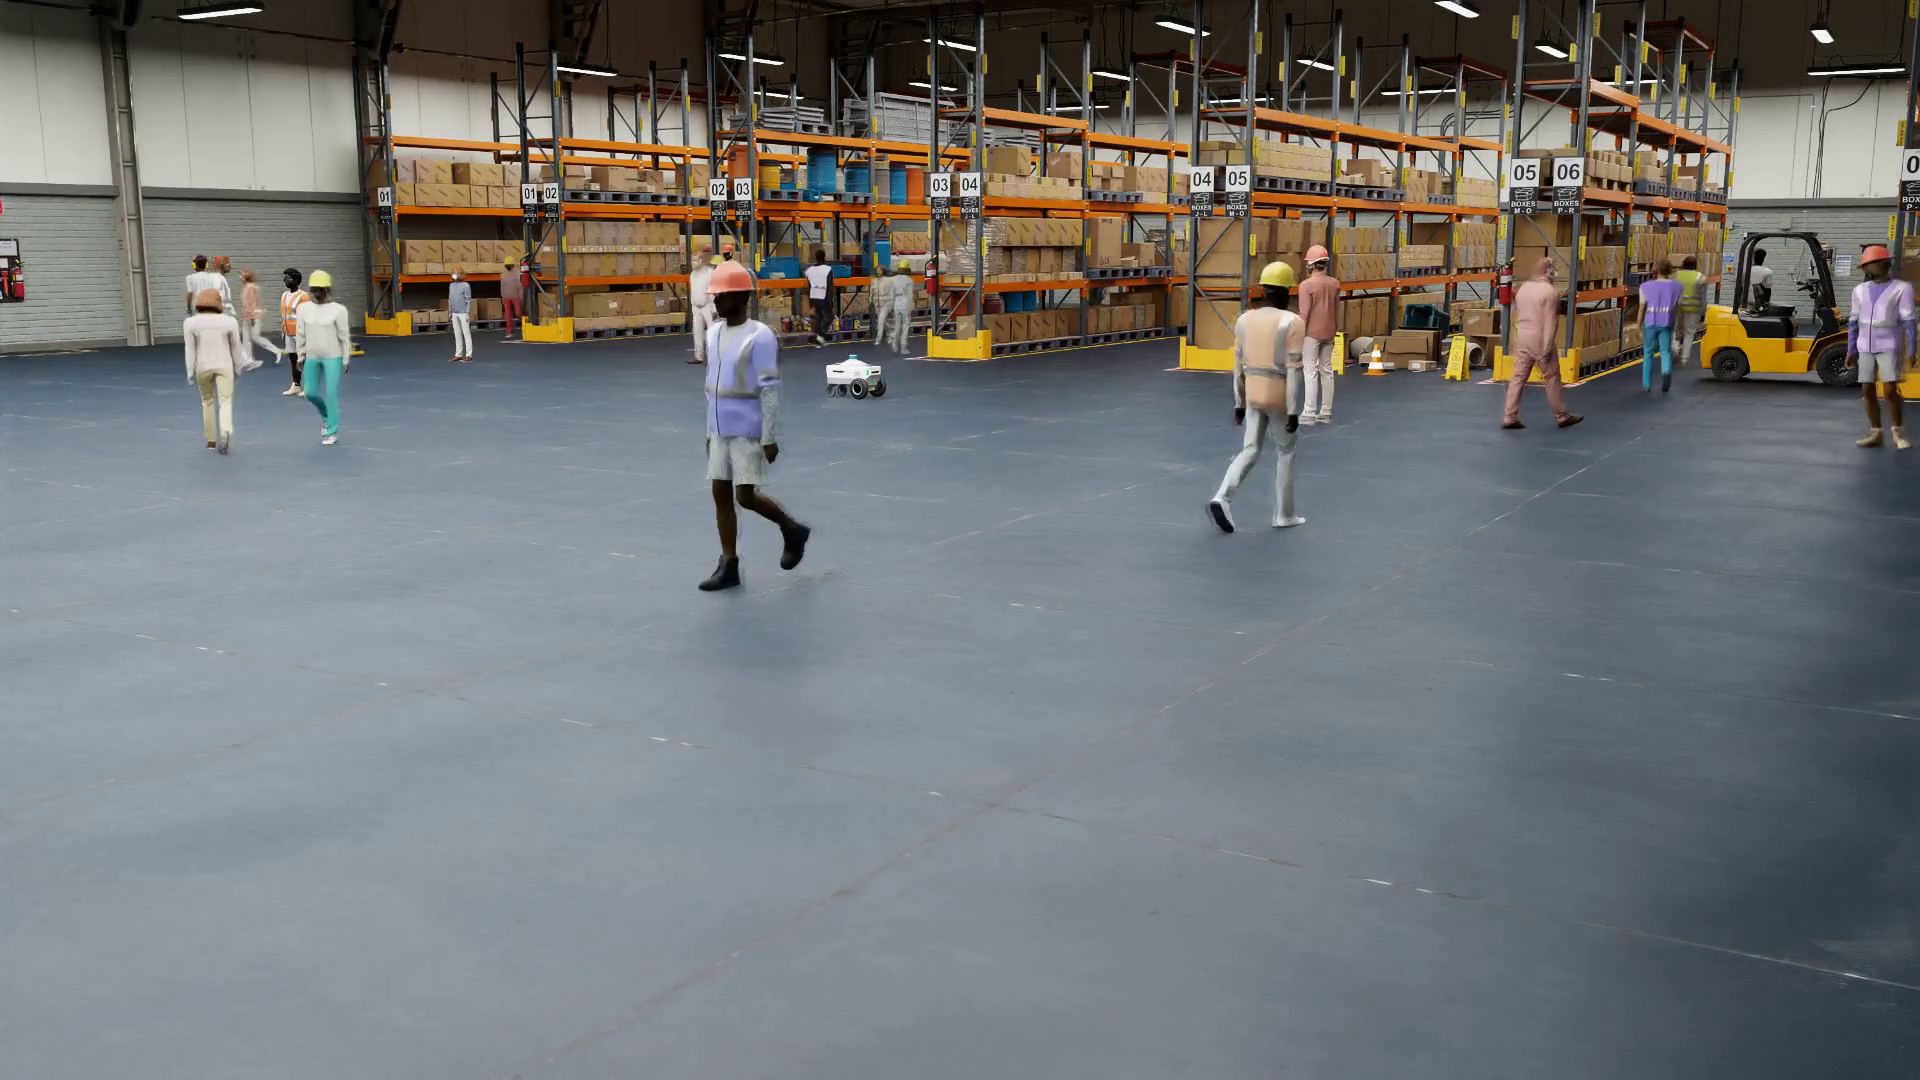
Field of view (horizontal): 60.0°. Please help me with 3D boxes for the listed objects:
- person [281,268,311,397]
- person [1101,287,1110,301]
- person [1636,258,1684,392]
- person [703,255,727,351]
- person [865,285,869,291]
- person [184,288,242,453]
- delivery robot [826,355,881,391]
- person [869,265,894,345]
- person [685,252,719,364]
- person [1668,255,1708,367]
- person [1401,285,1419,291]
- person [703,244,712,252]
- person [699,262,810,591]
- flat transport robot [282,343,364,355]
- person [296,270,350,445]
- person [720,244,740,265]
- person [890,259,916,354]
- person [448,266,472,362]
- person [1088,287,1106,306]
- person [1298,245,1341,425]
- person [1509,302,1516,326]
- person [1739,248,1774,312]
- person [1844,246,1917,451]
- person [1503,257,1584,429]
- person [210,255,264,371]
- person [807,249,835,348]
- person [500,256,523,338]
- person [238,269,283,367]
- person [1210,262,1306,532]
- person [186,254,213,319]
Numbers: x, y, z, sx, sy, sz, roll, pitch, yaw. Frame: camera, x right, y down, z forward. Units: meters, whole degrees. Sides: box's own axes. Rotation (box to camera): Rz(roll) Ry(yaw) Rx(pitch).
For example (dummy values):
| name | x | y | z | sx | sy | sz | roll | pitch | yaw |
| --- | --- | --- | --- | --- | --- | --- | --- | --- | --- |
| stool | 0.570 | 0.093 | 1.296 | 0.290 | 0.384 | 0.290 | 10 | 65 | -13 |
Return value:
| name | x | y | z | sx | sy | sz | roll | pitch | yaw |
| --- | --- | --- | --- | --- | --- | --- | --- | --- | --- |
| person | -8.766 | -2.734 | 21.971 | 0.535 | 1.697 | 0.318 | 6 | 12 | 30 |
| person | 3.863 | -7.238 | 46.579 | 0.669 | 1.914 | 0.636 | -4 | 11 | -20 |
| person | 9.414 | -2.865 | 22.375 | 0.573 | 1.824 | 0.691 | 3 | 10 | 14 |
| person | -4.445 | -4.275 | 30.270 | 0.585 | 1.816 | 0.598 | -8 | 13 | -36 |
| person | -2.600 | -7.544 | 48.606 | 0.609 | 1.796 | 0.824 | 5 | 11 | 27 |
| person | -7.237 | -1.642 | 16.146 | 0.507 | 1.606 | 0.751 | -4 | 11 | -21 |
| delivery robot | -1.404 | -2.192 | 21.863 | 0.707 | 0.478 | 0.477 | 6 | 12 | 31 |
| person | -1.539 | -4.726 | 33.407 | 0.532 | 1.608 | 0.815 | 6 | 12 | 31 |
| person | -4.287 | -3.855 | 27.780 | 0.642 | 1.877 | 0.593 | 8 | 13 | 39 |
| person | 11.895 | -3.743 | 27.257 | 0.649 | 1.823 | 0.458 | 6 | 12 | 28 |
| person | 10.862 | -6.060 | 40.282 | 0.531 | 1.805 | 0.995 | 7 | 12 | 33 |
| person | -6.178 | -6.304 | 41.145 | 0.632 | 1.984 | 1.060 | 7 | 12 | 34 |
| person | -1.252 | -0.672 | 9.802 | 0.550 | 1.920 | 0.671 | 9 | 14 | 42 |
| flat transport robot | -11.473 | -3.442 | 29.928 | 1.431 | 0.197 | 0.652 | 6 | 12 | 31 |
| person | -6.427 | -1.850 | 16.831 | 0.541 | 1.754 | 0.461 | 0 | 10 | 2 |
| person | -5.030 | -5.422 | 36.189 | 0.611 | 1.995 | 0.380 | 6 | 12 | 30 |
| person | -1.033 | -4.264 | 30.442 | 0.501 | 1.729 | 0.367 | 5 | 12 | 28 |
| person | -8.550 | -3.857 | 28.428 | 0.500 | 1.636 | 0.282 | 6 | 12 | 30 |
| person | 3.528 | -6.447 | 42.405 | 0.528 | 1.828 | 0.664 | 7 | 12 | 35 |
| person | 3.984 | -2.287 | 18.624 | 0.609 | 1.996 | 0.379 | -7 | 12 | -33 |
| person | 13.751 | -6.231 | 40.878 | 0.630 | 1.940 | 0.372 | 6 | 12 | 30 |
| person | 14.951 | -4.518 | 31.324 | 0.606 | 1.931 | 0.929 | 6 | 12 | 29 |
| person | 9.121 | -1.883 | 16.409 | 0.417 | 1.996 | 0.735 | -6 | 12 | -30 |
| person | 6.364 | -2.133 | 18.125 | 0.960 | 1.858 | 0.666 | -4 | 11 | -21 |
| person | -11.624 | -3.570 | 26.294 | 1.000 | 1.827 | 0.604 | -4 | 11 | -23 |
| person | -2.689 | -4.668 | 32.225 | 0.615 | 1.901 | 0.456 | 6 | 12 | 29 |
| person | -9.599 | -5.218 | 35.719 | 0.532 | 1.746 | 0.662 | 1 | 10 | 8 |
| person | -11.528 | -3.634 | 27.247 | 0.622 | 1.620 | 0.520 | -7 | 12 | -35 |
| person | 2.126 | -0.993 | 11.661 | 0.852 | 1.902 | 0.593 | -9 | 14 | -41 |
| person | -12.273 | -3.707 | 27.001 | 0.529 | 1.849 | 0.754 | -10 | 14 | -43 |
